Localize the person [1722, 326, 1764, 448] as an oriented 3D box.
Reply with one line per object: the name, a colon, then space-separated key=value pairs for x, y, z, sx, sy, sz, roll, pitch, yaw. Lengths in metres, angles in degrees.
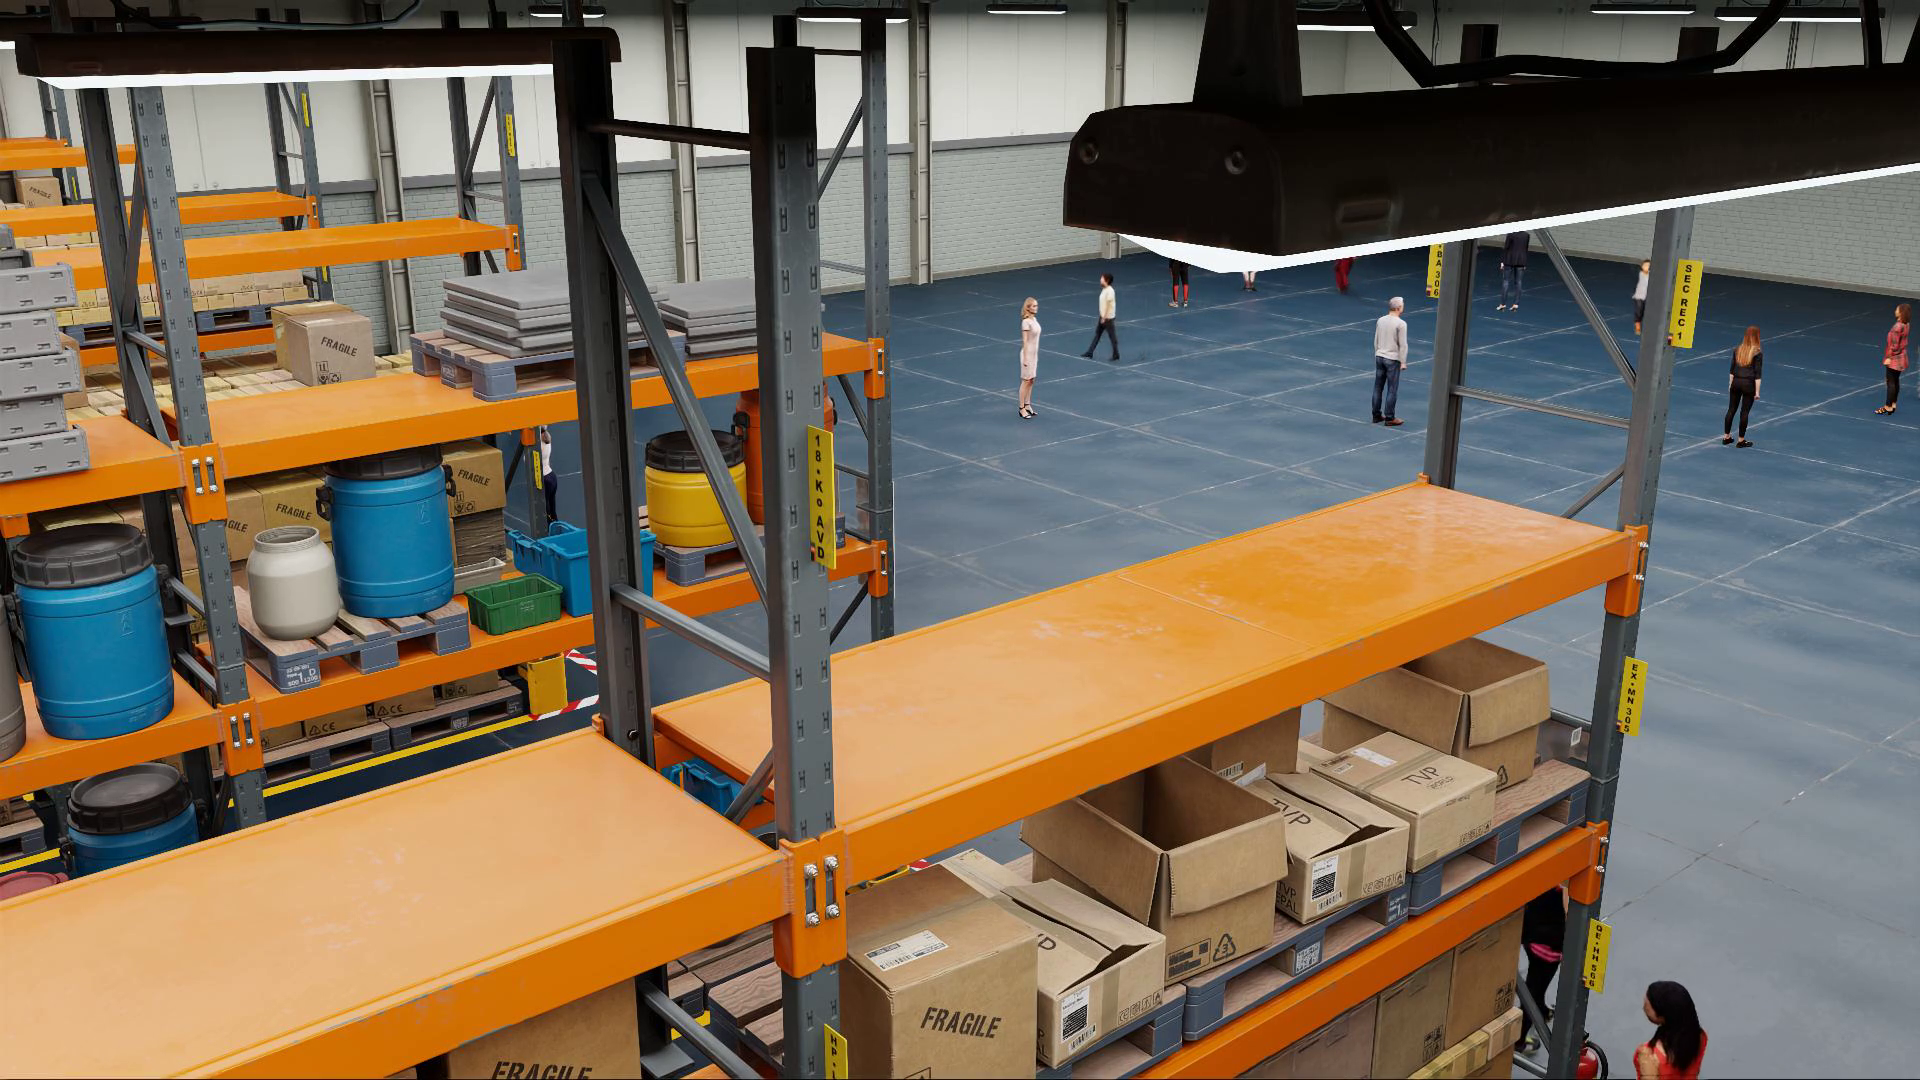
person: x=11.125 y=-2.188 z=23.631 sx=0.567 sy=1.711 sz=0.629 roll=-12 pitch=21 yaw=-32

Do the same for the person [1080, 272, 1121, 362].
person: x=2.647 y=-3.880 z=29.066 sx=1.029 sy=1.562 sz=0.876 roll=-4 pitch=18 yaw=-11

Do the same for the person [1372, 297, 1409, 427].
person: x=6.408 y=-2.678 z=24.815 sx=0.662 sy=1.909 sz=0.759 roll=-12 pitch=21 yaw=-32

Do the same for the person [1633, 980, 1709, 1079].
person: x=3.460 y=2.922 z=8.005 sx=1.156 sy=1.669 sz=0.977 roll=-5 pitch=19 yaw=-14

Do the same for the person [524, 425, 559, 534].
person: x=-4.667 y=-0.576 z=18.694 sx=0.734 sy=1.702 sz=0.665 roll=2 pitch=18 yaw=7

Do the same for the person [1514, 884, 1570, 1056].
person: x=3.410 y=2.374 z=9.912 sx=0.862 sy=1.532 sz=0.661 roll=-9 pitch=20 yaw=-27

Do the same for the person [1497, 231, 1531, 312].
person: x=10.180 y=-5.101 z=30.628 sx=0.812 sy=1.773 sz=0.792 roll=0 pitch=18 yaw=0

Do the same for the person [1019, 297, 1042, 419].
person: x=1.046 y=-2.774 z=25.239 sx=0.705 sy=1.829 sz=0.569 roll=9 pitch=20 yaw=26

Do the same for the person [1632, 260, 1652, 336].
person: x=13.004 y=-4.671 z=31.684 sx=0.745 sy=1.445 sz=0.811 roll=3 pitch=18 yaw=10

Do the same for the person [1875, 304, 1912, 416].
person: x=14.310 y=-2.771 z=25.434 sx=0.505 sy=1.703 sz=0.681 roll=-17 pitch=24 yaw=-41
